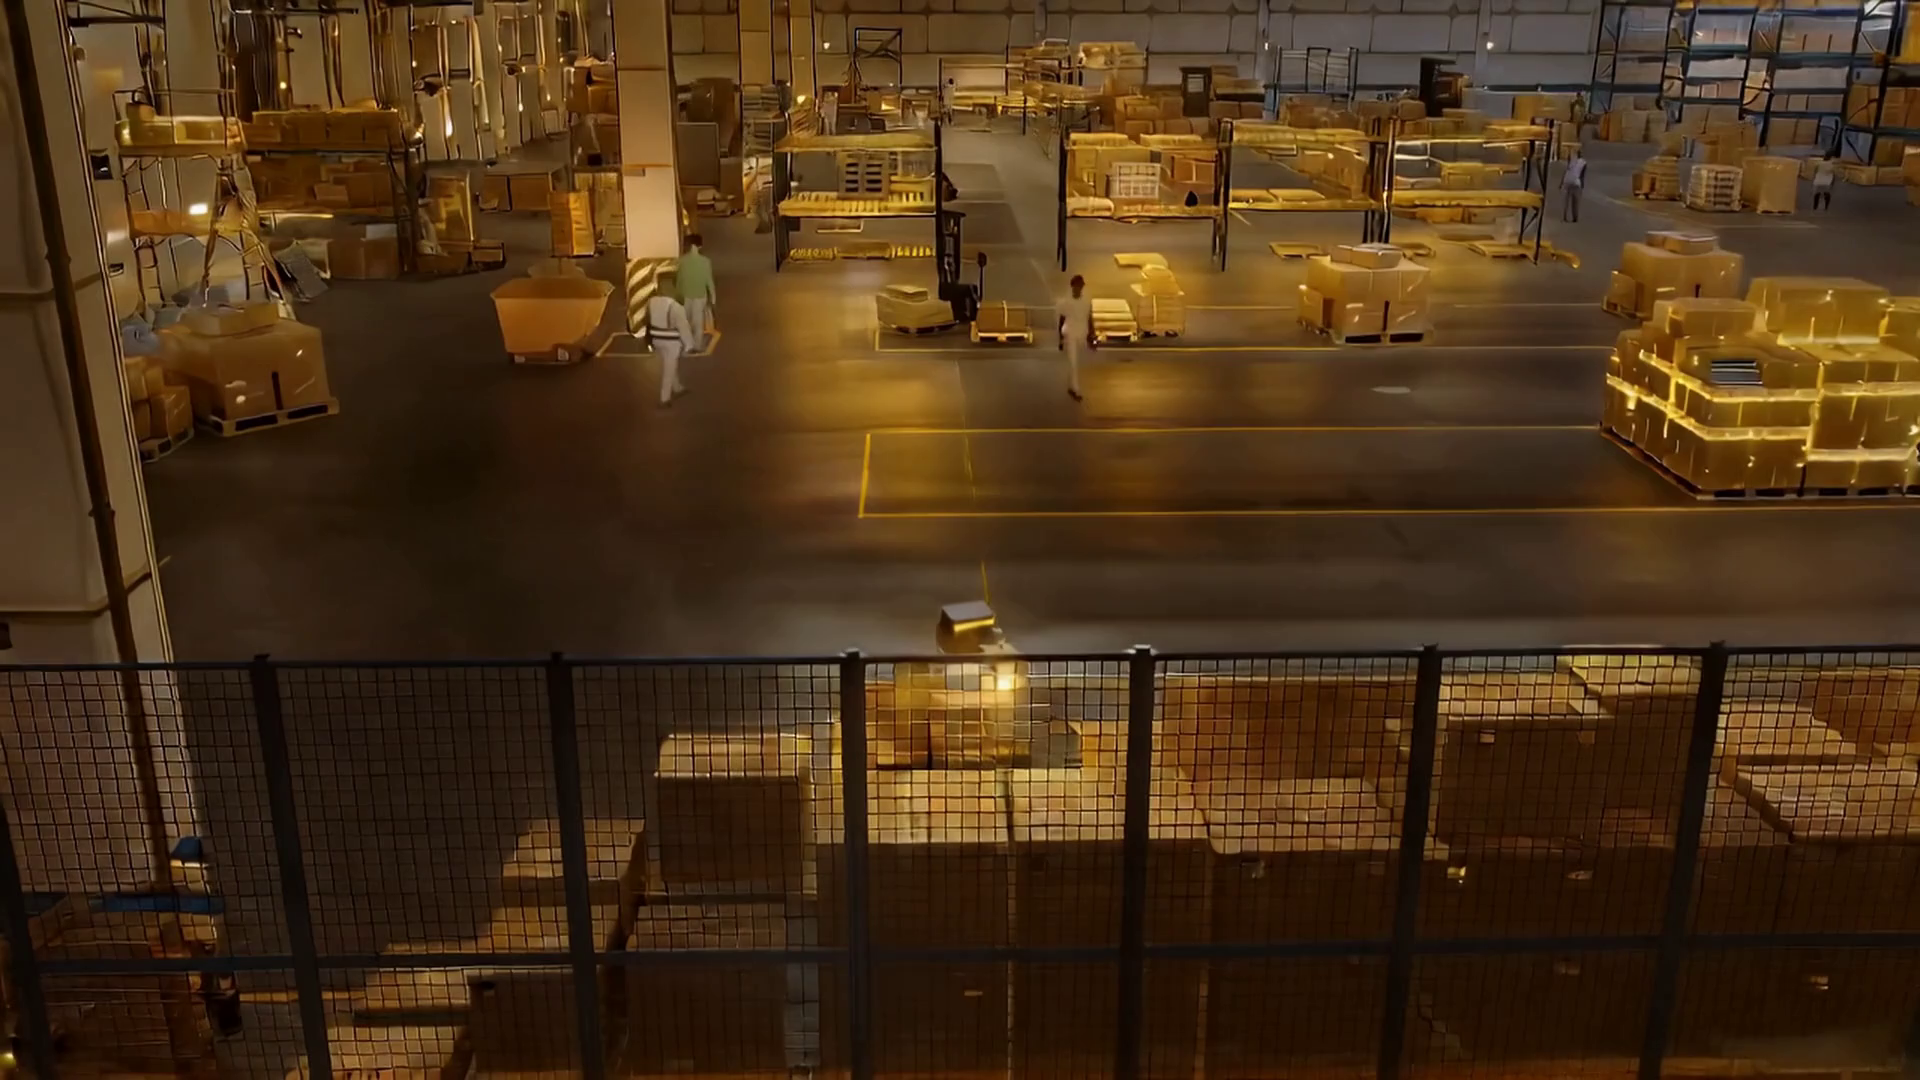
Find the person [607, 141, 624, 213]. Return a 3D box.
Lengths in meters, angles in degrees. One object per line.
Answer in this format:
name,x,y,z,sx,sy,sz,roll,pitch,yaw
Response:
person,-8.892,-9.488,43.585,0.603,1.857,0.766,-14,23,-35

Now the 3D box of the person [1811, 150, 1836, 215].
person,22.446,-9.281,43.267,0.545,1.668,0.690,6,20,18

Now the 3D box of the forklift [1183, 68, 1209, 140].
forklift,8.563,-15.807,60.765,1.129,2.768,1.873,4,19,13

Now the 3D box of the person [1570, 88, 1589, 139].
person,23.930,-16.432,64.113,0.662,1.906,0.881,-2,19,-6

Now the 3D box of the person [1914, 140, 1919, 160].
person,30.636,-12.649,52.833,0.552,1.947,0.629,-2,19,-6

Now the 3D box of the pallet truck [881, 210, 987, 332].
pallet truck,-0.493,-4.759,29.349,1.885,1.965,0.823,-13,23,-34

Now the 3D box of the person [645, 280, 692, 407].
person,-4.140,-2.870,24.044,0.649,1.800,0.910,9,21,24

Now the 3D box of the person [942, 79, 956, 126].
person,-0.438,-18.338,69.755,0.587,1.909,0.729,-3,19,-7

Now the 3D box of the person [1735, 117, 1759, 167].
person,24.328,-12.083,51.305,0.645,1.852,1.016,-3,19,-8

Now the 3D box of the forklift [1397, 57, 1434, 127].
forklift,19.193,-18.499,68.751,1.873,2.768,1.129,-1,19,-1

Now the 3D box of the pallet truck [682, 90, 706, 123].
pallet truck,-9.671,-15.907,62.421,0.823,1.965,1.885,5,19,15

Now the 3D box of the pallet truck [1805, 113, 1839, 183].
pallet truck,26.403,-11.957,50.702,0.823,1.965,1.885,6,19,16

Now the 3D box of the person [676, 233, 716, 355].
person,-4.290,-4.054,27.298,0.649,1.964,0.741,7,20,21

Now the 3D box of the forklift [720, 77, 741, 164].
forklift,-7.576,-13.878,55.042,1.873,2.768,1.129,-1,19,-1

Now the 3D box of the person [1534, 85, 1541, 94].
person,22.625,-16.873,65.327,0.665,1.963,0.796,18,25,42

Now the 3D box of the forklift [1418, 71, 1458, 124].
forklift,17.058,-15.224,59.034,1.129,2.768,1.873,-1,19,-2

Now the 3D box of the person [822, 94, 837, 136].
person,-4.810,-15.613,61.731,0.651,1.878,1.032,-11,21,-29

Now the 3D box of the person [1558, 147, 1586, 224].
person,15.414,-8.928,41.858,0.396,1.910,0.589,-16,25,-40

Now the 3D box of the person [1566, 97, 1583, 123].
person,23.689,-16.291,64.199,0.568,1.582,0.865,3,19,9

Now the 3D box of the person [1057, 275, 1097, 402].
person,1.738,-2.906,24.090,0.554,1.838,0.859,-6,20,-18

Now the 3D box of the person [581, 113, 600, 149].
person,-13.552,-15.059,60.533,0.856,1.593,0.536,12,22,32

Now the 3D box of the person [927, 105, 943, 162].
person,-0.869,-13.612,55.775,0.651,1.888,0.867,9,21,25
